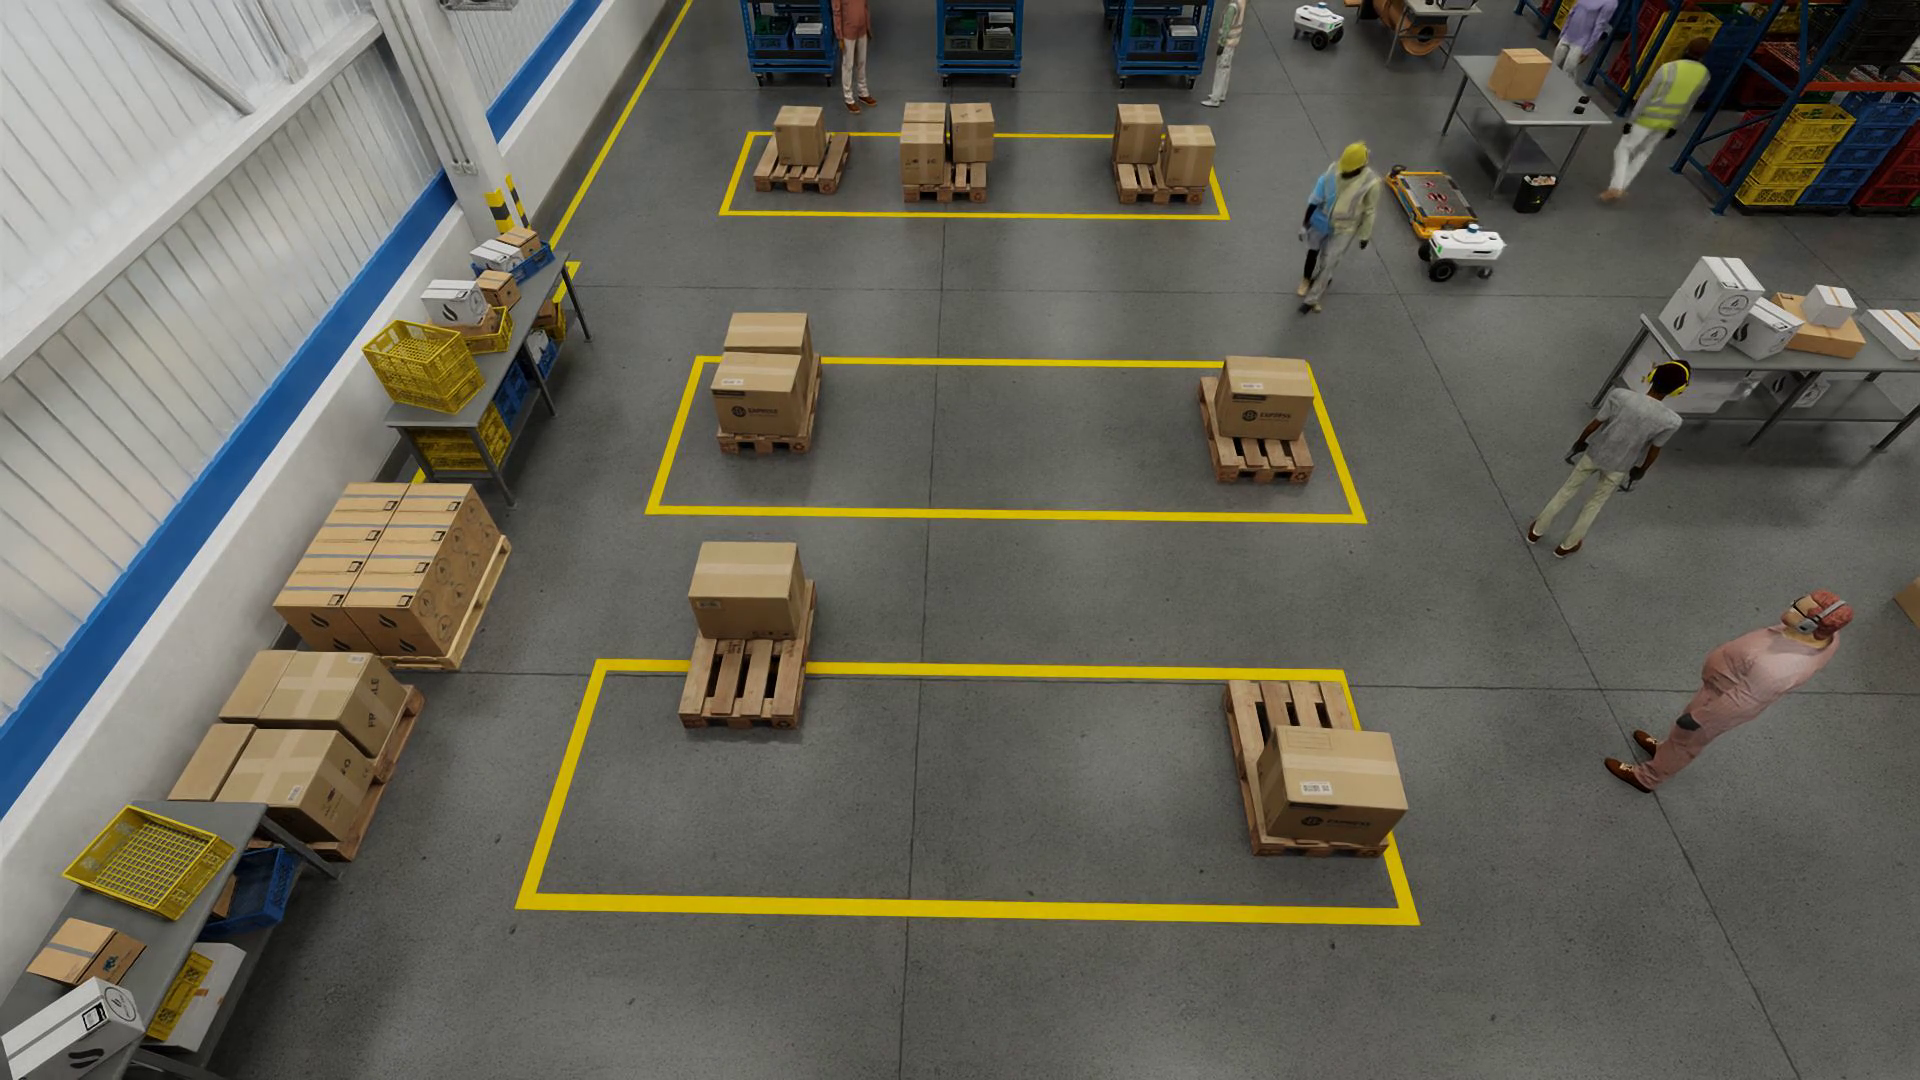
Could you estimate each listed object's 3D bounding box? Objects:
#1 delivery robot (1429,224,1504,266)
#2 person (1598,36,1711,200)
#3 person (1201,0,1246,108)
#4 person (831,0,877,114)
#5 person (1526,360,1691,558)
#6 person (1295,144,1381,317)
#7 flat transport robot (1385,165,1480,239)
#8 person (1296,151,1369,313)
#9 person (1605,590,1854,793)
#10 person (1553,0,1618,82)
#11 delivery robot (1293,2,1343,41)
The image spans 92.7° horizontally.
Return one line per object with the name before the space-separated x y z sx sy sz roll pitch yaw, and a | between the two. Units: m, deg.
delivery robot | 5.547 -3.228 10.063 0.707 0.478 0.477 2 49 2
person | 8.150 -4.845 10.711 0.669 1.805 0.622 3 49 2
person | 3.652 -6.802 12.508 0.323 1.631 0.527 21 52 17
person | -1.423 -6.810 12.276 0.374 1.997 0.613 34 57 26
person | 4.934 -0.604 6.990 0.313 1.867 0.538 -36 58 -27
person | 3.782 -3.177 9.291 0.907 1.747 0.670 -28 55 -22
flat transport robot | 5.692 -4.094 11.059 0.652 0.197 1.431 1 49 1
person | 3.746 -3.175 9.336 0.539 1.678 0.519 16 51 13
person | 4.690 0.945 5.623 0.639 1.910 0.406 -26 54 -21
person | 8.142 -6.578 12.120 0.358 1.931 0.629 -8 50 -7
delivery robot | 5.572 -8.098 14.279 0.477 0.478 0.707 -35 58 -26
